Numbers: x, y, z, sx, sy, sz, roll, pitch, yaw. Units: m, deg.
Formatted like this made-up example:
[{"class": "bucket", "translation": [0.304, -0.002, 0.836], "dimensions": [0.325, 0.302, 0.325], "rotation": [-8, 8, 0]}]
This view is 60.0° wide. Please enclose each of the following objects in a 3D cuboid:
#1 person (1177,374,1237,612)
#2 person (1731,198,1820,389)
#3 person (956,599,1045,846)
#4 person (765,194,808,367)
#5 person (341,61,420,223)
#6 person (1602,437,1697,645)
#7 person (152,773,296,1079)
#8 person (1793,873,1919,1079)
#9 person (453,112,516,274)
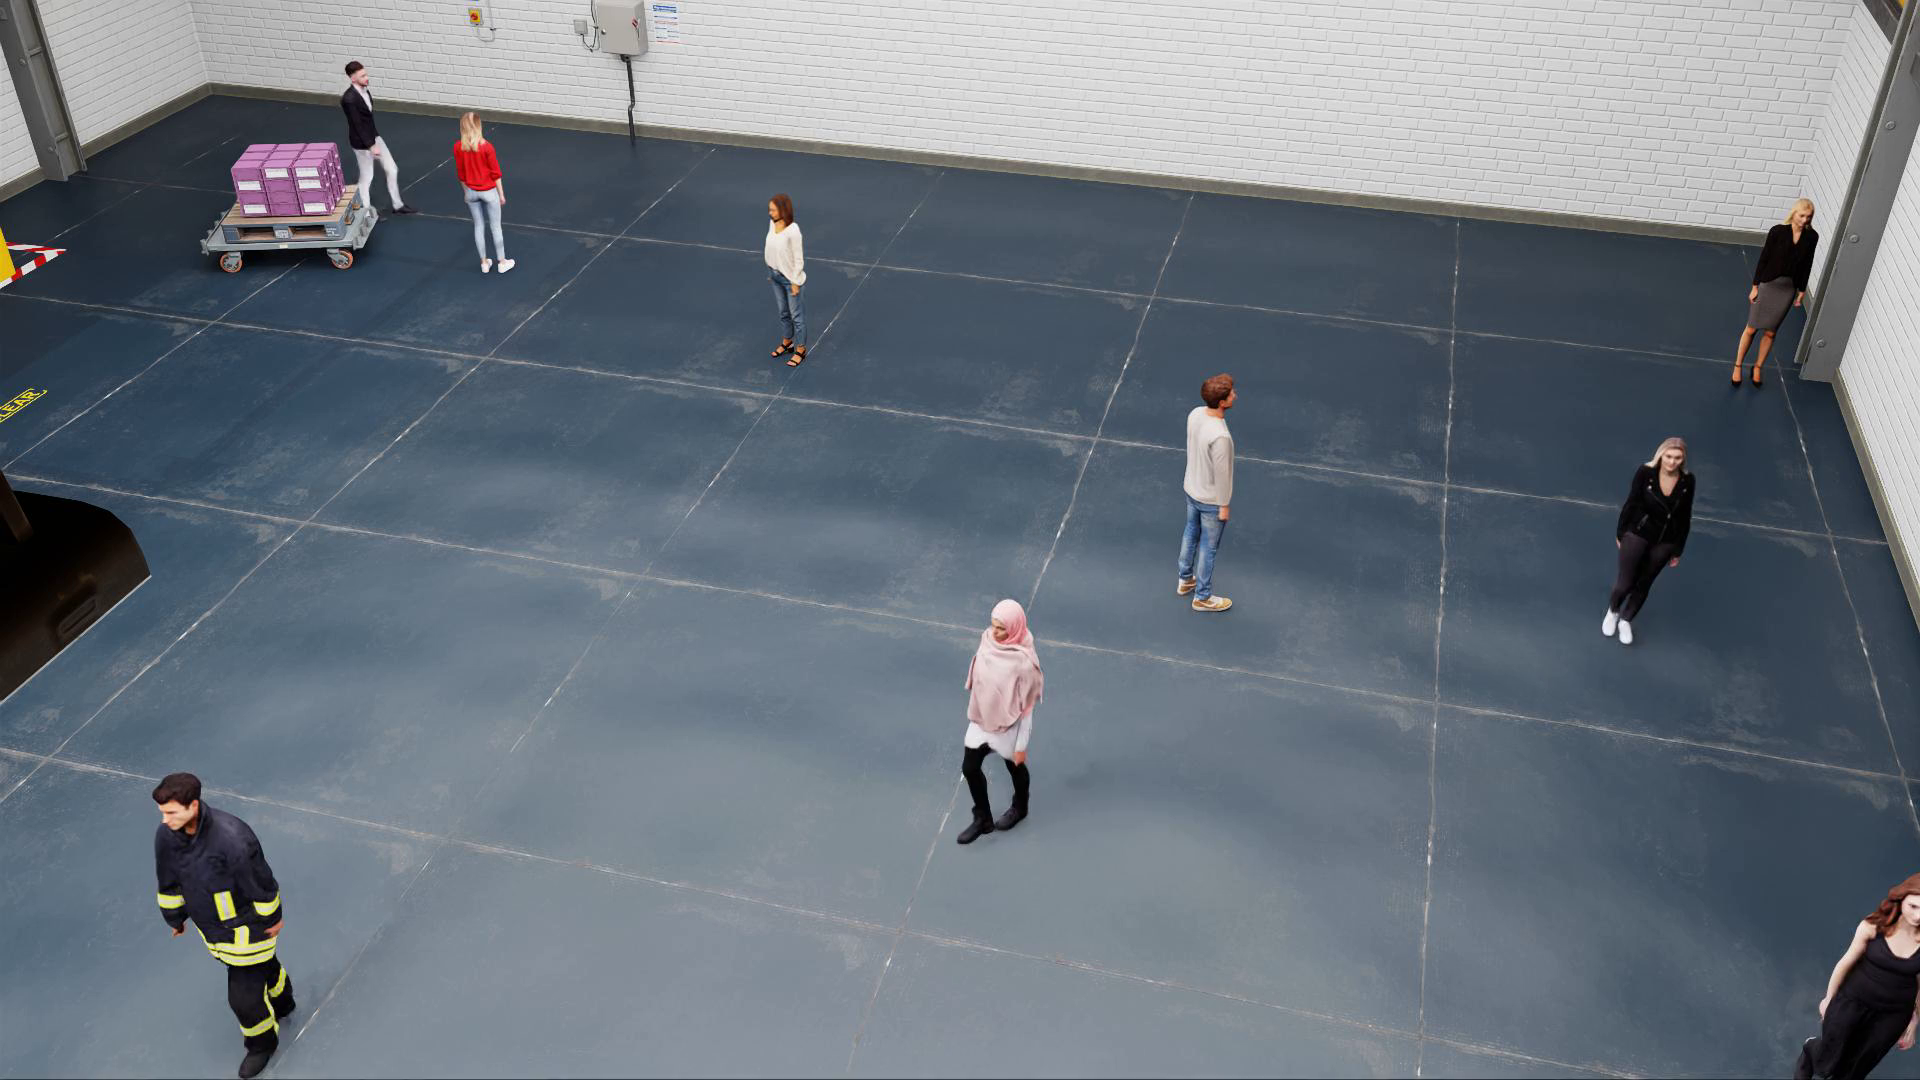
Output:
[{"class": "person", "translation": [1.804, -0.352, 12.124], "dimensions": [0.821, 1.904, 0.724], "rotation": [-12, 35, -17]}, {"class": "person", "translation": [7.341, -2.223, 14.997], "dimensions": [0.620, 1.840, 0.557], "rotation": [6, 34, 9]}, {"class": "person", "translation": [0.333, 1.068, 10.096], "dimensions": [0.933, 1.784, 0.853], "rotation": [-27, 42, -34]}, {"class": "person", "translation": [-1.597, -2.449, 15.484], "dimensions": [0.732, 1.677, 0.703], "rotation": [-24, 40, -31]}, {"class": "person", "translation": [-6.599, -4.346, 18.213], "dimensions": [0.774, 1.815, 0.802], "rotation": [3, 34, 5]}, {"class": "person", "translation": [4.909, -0.038, 11.857], "dimensions": [0.619, 1.677, 0.577], "rotation": [7, 34, 10]}, {"class": "person", "translation": [-3.777, 1.887, 8.750], "dimensions": [0.827, 1.909, 0.845], "rotation": [11, 35, 16]}, {"class": "person", "translation": [4.560, 2.267, 8.336], "dimensions": [0.572, 1.736, 0.705], "rotation": [8, 35, 12]}, {"class": "person", "translation": [-4.930, -3.578, 17.157], "dimensions": [0.643, 1.705, 0.554], "rotation": [3, 34, 5]}]
